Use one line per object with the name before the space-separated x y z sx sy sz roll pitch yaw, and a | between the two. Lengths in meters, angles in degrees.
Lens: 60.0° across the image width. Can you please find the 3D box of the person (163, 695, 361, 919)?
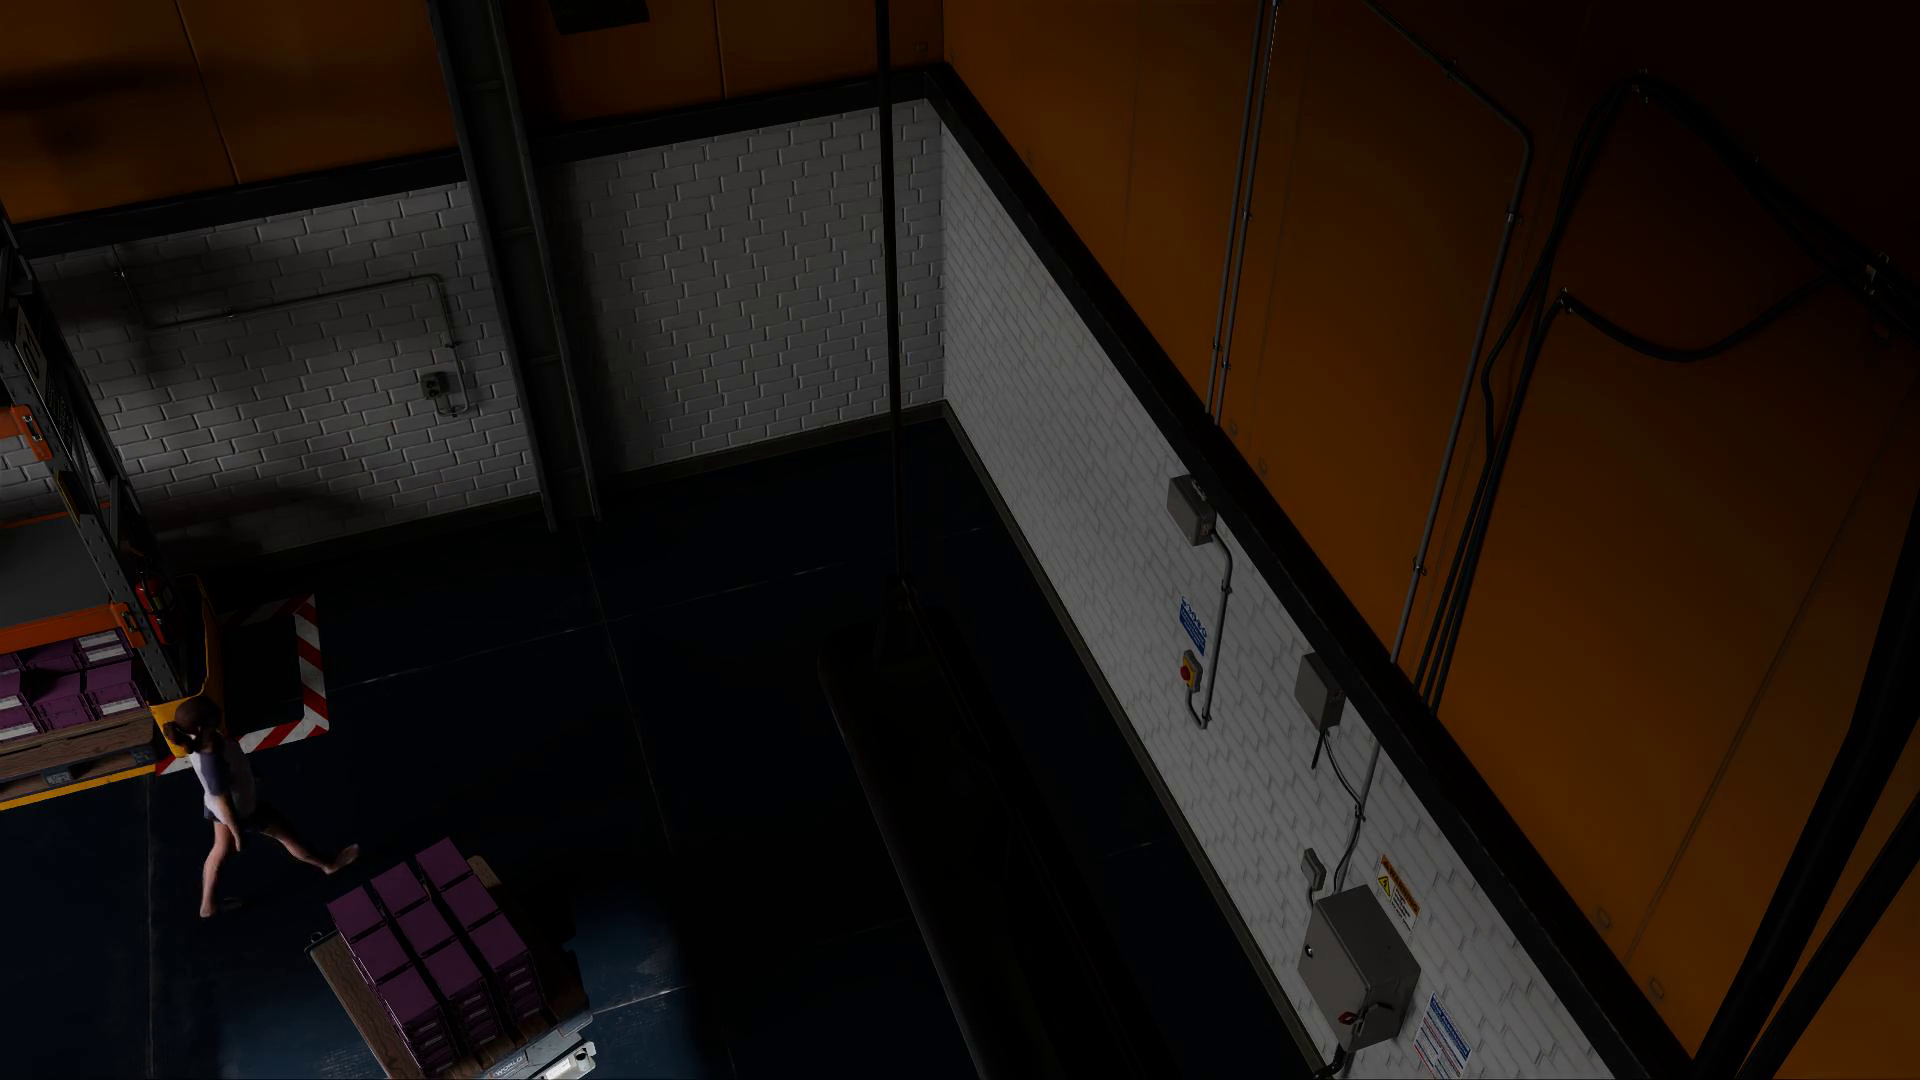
person | -4.134 1.531 9.297 1.225 1.716 0.853 -29 51 -27
